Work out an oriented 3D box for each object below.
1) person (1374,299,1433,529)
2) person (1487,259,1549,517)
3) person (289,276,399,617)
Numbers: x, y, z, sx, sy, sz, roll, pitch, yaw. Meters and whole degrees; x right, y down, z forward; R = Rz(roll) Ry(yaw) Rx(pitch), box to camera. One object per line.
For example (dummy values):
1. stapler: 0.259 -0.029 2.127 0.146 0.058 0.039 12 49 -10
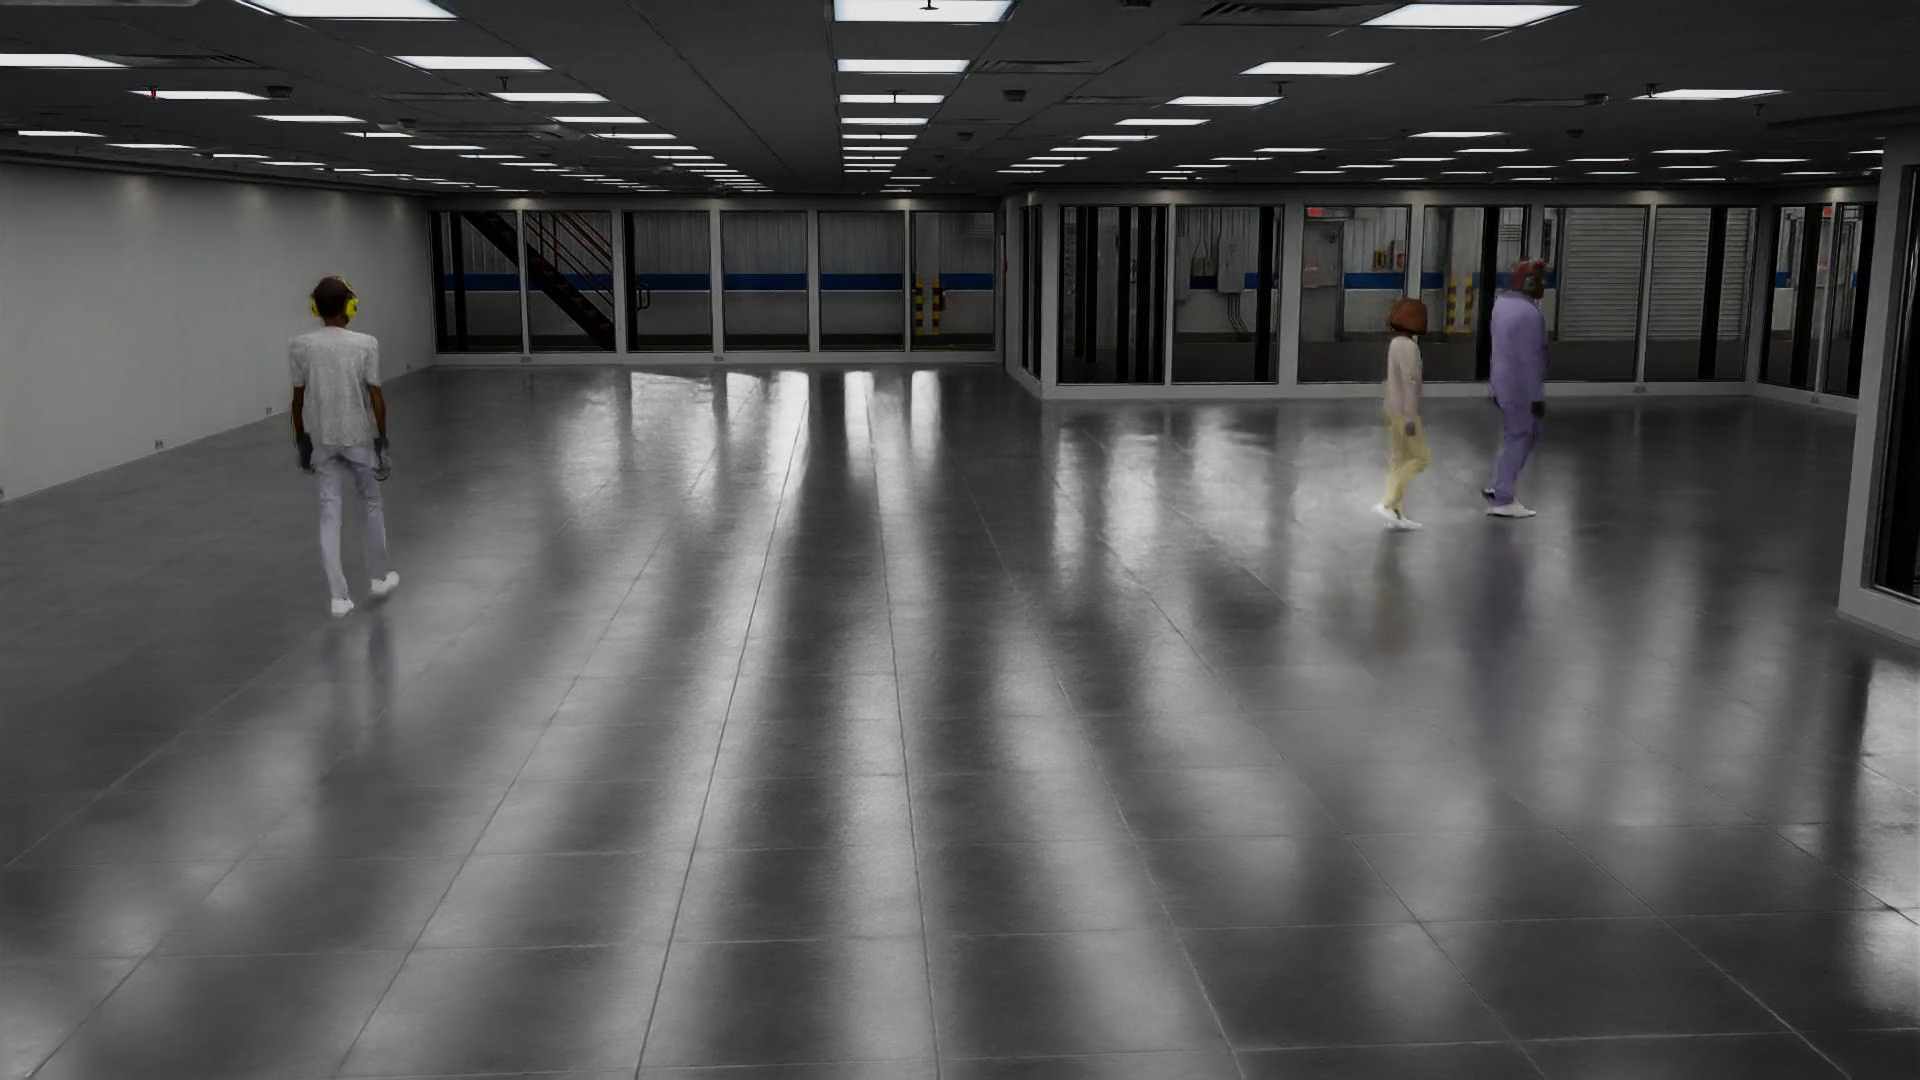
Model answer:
1. person: 3.114 -0.863 11.577 0.328 1.620 0.531 0 11 2
2. person: 4.121 -1.100 12.167 0.446 1.887 0.669 0 11 1
3. person: -3.426 -0.536 9.273 0.546 1.834 0.877 -1 11 -7
